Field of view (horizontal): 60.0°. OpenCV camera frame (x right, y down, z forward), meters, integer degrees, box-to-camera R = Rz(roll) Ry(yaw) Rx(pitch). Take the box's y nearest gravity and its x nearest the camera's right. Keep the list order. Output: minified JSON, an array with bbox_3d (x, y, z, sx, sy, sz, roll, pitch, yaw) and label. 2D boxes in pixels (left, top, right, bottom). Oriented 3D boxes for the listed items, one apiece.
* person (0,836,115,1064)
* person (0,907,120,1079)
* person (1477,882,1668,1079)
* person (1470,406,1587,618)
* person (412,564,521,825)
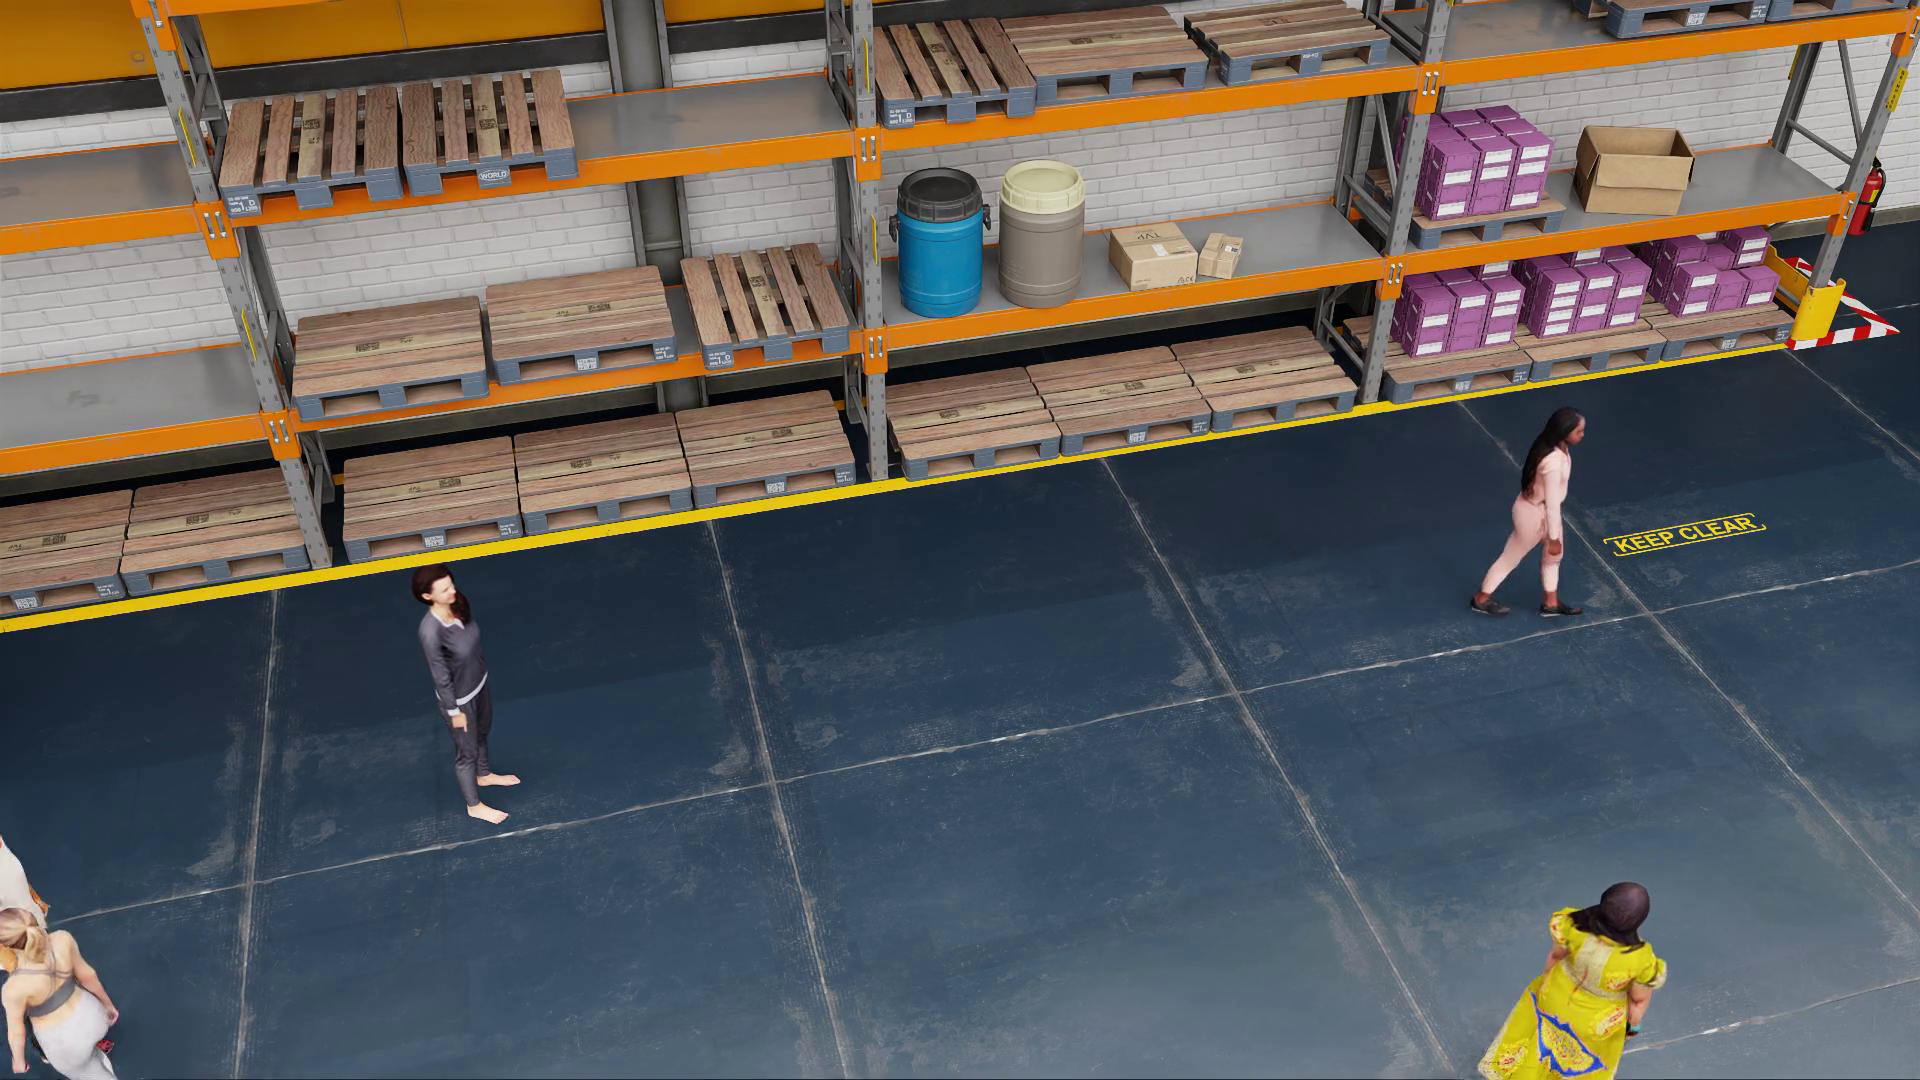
[{"bbox_3d":[-4.622,1.960,7.999,0.714,1.786,0.718,-19,42,-22],"label":"person"},{"bbox_3d":[-3.992,2.303,7.647,0.908,1.680,0.791,9,39,11],"label":"person"},{"bbox_3d":[2.876,2.230,7.774,0.985,1.645,1.054,29,47,31],"label":"person"},{"bbox_3d":[3.604,-0.149,10.705,1.059,1.694,0.940,13,40,15],"label":"person"},{"bbox_3d":[-2.821,0.846,9.401,0.631,1.767,0.671,2,39,3],"label":"person"}]
